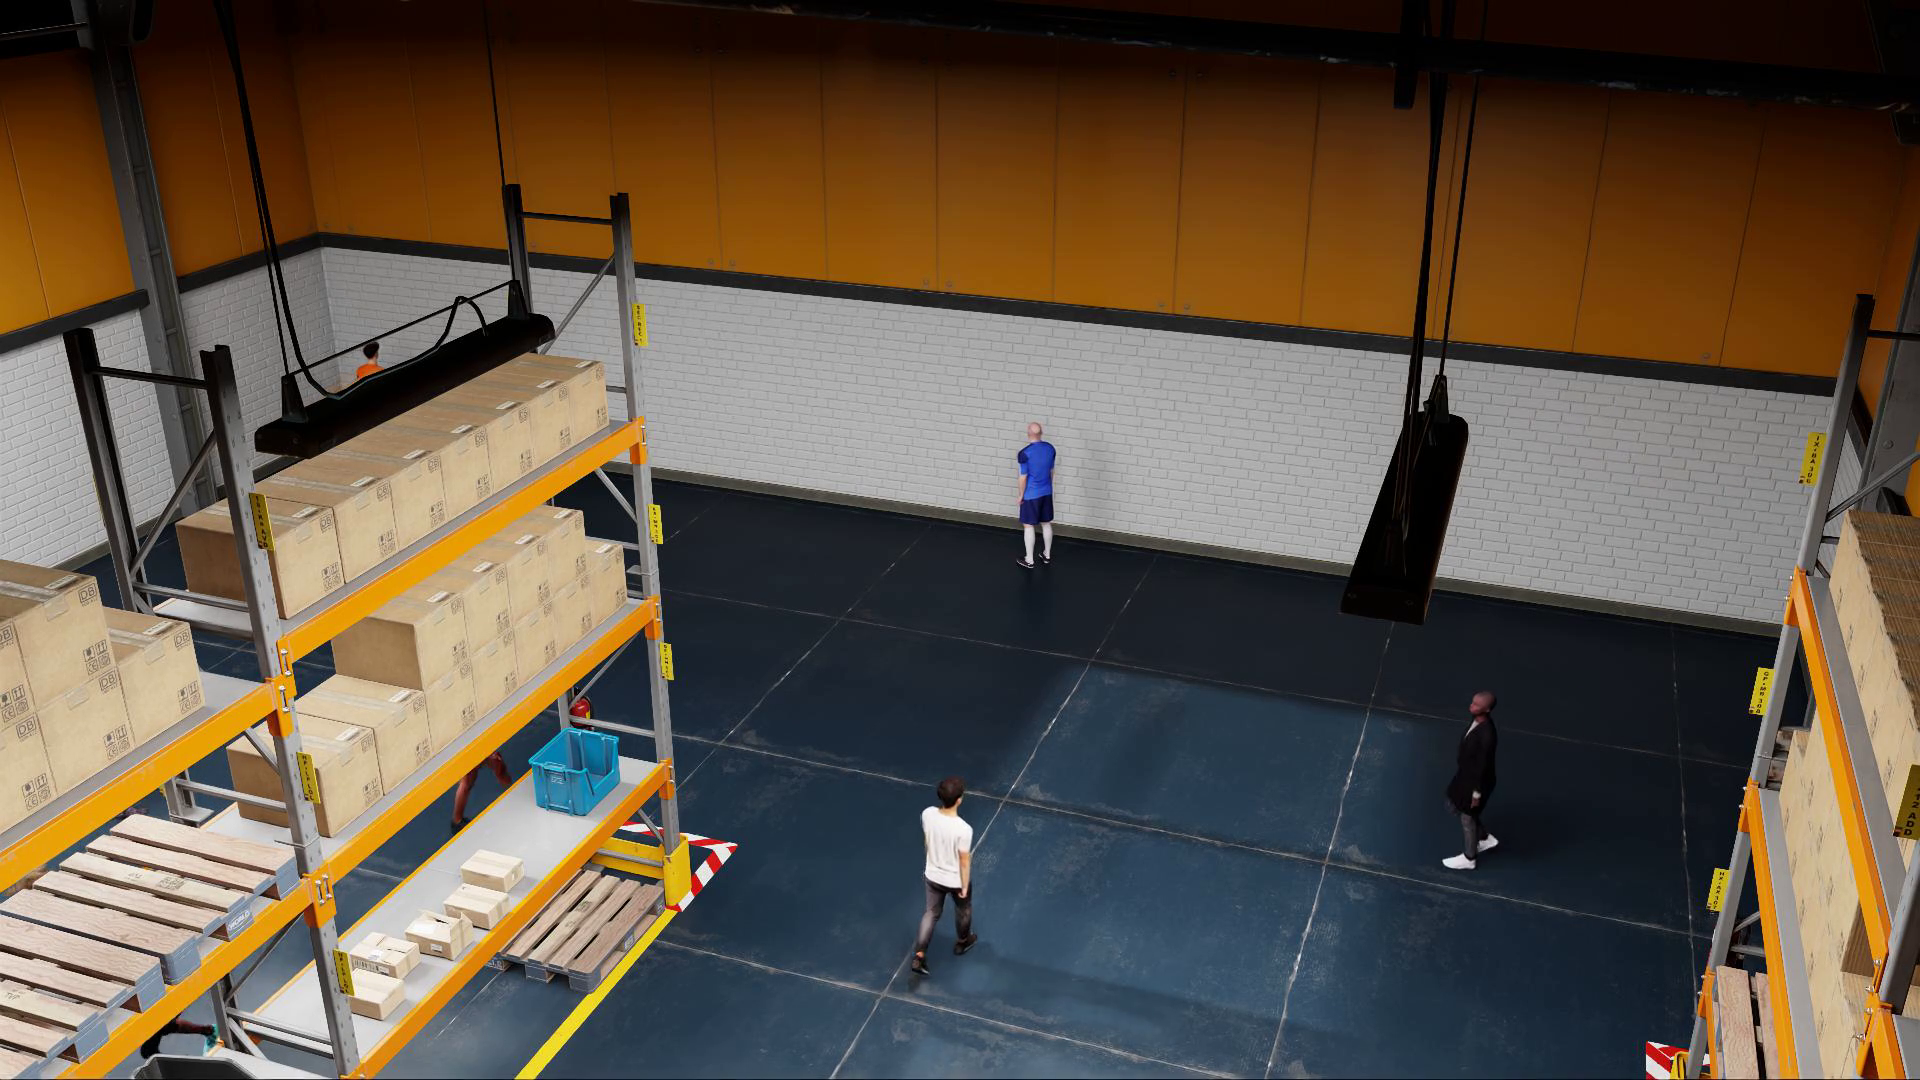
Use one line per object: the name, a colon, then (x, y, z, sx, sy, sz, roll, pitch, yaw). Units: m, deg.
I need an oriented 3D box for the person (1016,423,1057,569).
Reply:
person: (0.930, -0.559, 20.229, 0.739, 1.837, 0.820, -13, 27, -28)

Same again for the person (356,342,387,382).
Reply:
person: (-8.055, -1.826, 23.065, 0.703, 1.889, 0.657, 5, 24, 12)

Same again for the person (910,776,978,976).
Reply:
person: (-0.159, 2.649, 13.064, 0.749, 1.698, 1.092, 13, 27, 27)

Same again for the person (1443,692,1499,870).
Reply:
person: (4.524, 2.074, 14.318, 0.822, 1.748, 0.758, 2, 24, 5)
